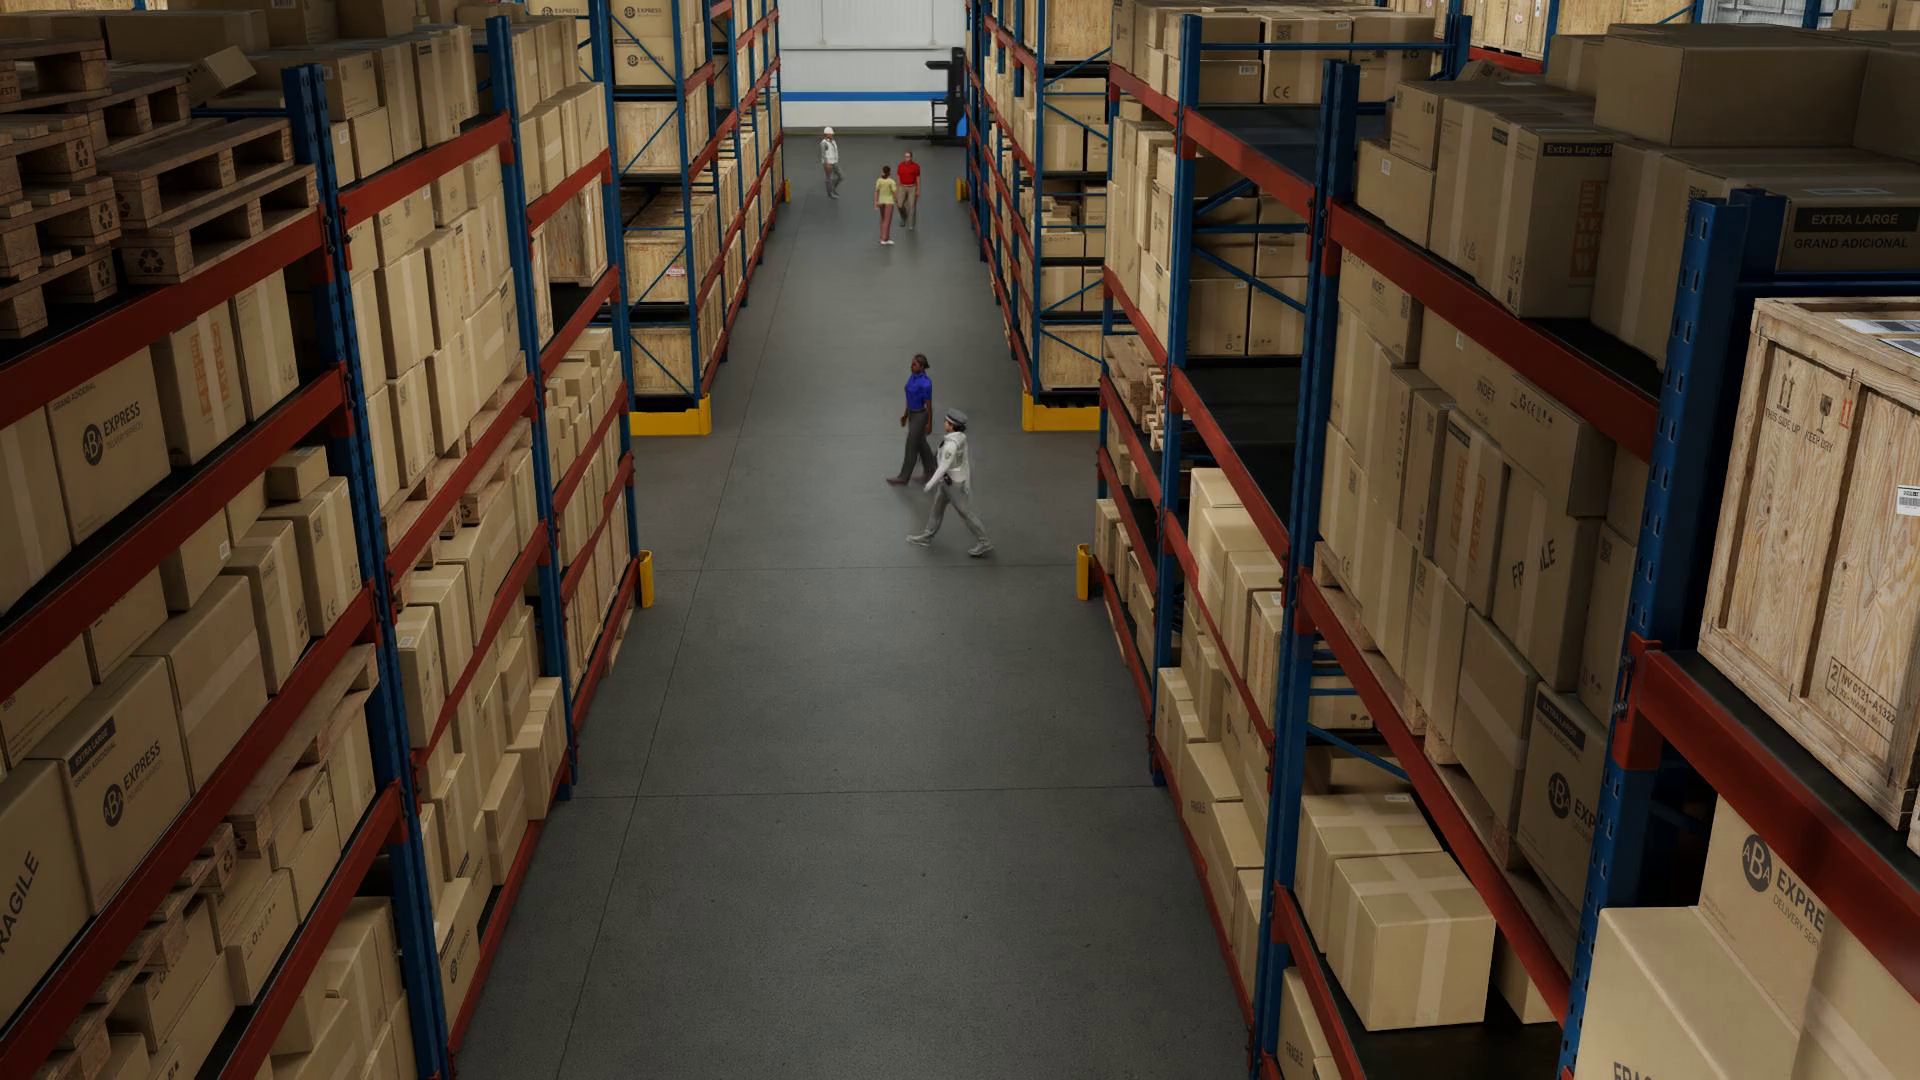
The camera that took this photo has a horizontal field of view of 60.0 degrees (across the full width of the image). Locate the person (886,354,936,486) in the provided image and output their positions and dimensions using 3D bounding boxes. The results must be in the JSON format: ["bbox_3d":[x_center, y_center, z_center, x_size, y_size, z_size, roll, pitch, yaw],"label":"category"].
[{"bbox_3d":[-0.630,-1.491,20.641,0.732,1.650,0.455,-8,22,-21],"label":"person"}]

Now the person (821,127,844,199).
[{"bbox_3d":[-3.221,-9.479,41.820,0.445,1.771,0.595,13,24,31],"label":"person"}]

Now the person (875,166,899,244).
[{"bbox_3d":[-1.539,-7.294,36.114,0.464,1.668,0.670,11,23,27],"label":"person"}]

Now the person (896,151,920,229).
[{"bbox_3d":[-1.170,-7.940,37.763,0.550,1.726,0.460,4,21,11],"label":"person"}]

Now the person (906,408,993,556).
[{"bbox_3d":[-0.126,-0.652,18.356,1.011,1.646,0.477,3,21,8],"label":"person"}]

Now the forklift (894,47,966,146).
[{"bbox_3d":[-0.571,-13.869,52.002,3.031,2.941,1.121,-1,20,-2],"label":"forklift"}]
